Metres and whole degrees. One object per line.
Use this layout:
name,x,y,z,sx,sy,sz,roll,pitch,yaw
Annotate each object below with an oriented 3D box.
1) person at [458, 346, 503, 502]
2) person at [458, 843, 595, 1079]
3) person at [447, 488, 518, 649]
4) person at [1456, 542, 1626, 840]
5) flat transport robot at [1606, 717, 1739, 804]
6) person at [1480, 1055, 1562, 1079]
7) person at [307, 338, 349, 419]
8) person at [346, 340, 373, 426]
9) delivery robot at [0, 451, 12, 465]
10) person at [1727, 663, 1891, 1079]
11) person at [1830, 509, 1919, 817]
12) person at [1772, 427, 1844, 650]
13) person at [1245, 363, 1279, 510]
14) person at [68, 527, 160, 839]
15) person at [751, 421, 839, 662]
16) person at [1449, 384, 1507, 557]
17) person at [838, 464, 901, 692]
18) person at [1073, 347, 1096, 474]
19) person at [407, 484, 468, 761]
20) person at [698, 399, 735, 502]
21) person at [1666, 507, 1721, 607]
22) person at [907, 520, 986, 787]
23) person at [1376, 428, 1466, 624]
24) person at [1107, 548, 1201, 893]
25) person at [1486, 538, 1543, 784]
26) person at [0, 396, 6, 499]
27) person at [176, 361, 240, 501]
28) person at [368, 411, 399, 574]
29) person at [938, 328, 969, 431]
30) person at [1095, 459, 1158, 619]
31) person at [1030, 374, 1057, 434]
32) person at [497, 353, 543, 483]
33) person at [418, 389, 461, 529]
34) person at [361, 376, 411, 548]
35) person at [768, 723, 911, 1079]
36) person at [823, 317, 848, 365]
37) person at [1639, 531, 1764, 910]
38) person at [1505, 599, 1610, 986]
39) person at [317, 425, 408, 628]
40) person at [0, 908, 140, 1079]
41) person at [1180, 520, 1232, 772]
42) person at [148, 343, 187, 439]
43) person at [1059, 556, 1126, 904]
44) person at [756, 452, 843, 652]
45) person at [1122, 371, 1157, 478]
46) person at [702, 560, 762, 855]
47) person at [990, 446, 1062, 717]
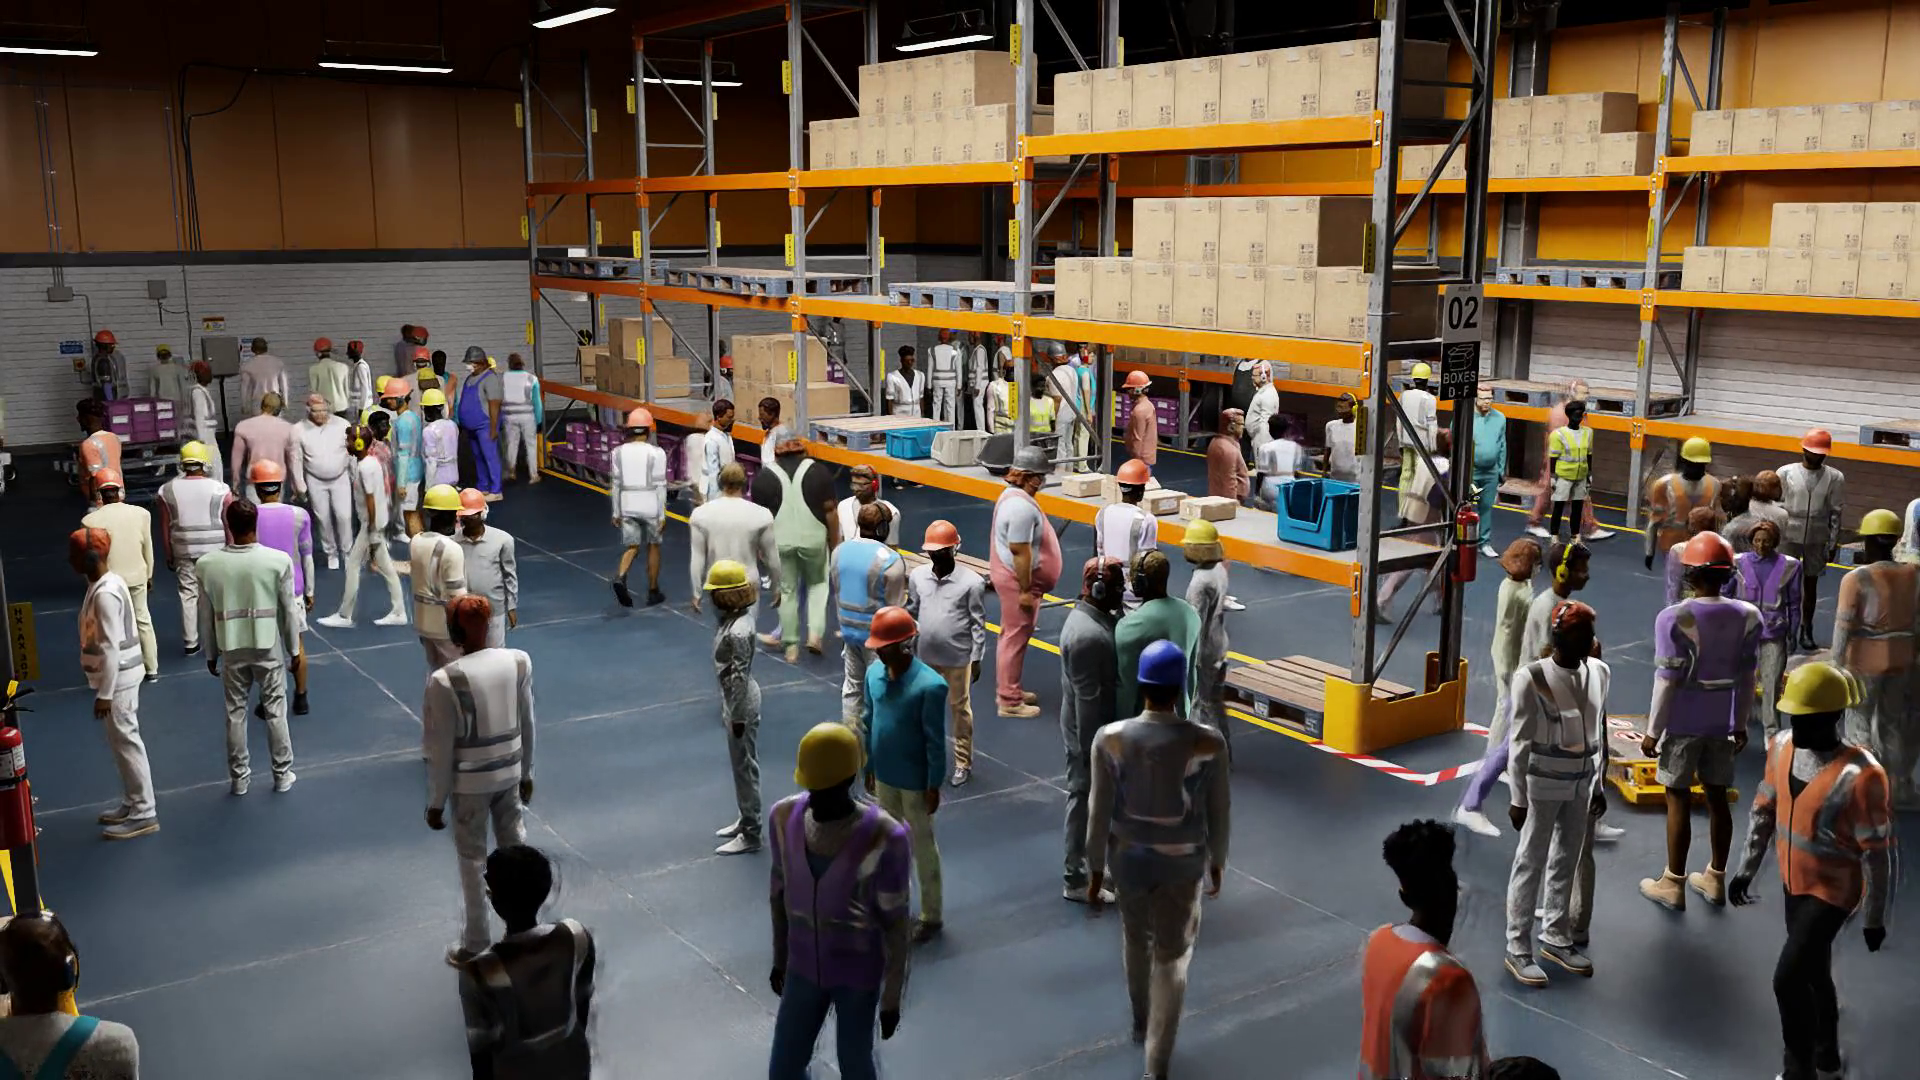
person,-6.255,-1.521,21.638,0.535,2.000,0.683,-10,15,-43
person,-1.416,1.814,5.573,0.891,1.651,0.536,10,15,41
person,-3.515,0.481,12.126,0.569,1.749,0.342,-1,11,-4
person,3.440,0.905,9.836,0.938,1.818,0.566,6,13,30
flat transport robot,4.531,1.426,11.096,0.652,0.197,1.431,0,11,-2
person,1.213,2.039,3.730,0.588,1.920,0.390,8,14,35
person,-9.010,-1.893,23.725,0.615,1.969,0.713,-10,15,-41
person,-8.797,-1.982,24.395,0.343,1.882,0.585,-5,12,-24
delivery robot,-13.468,-1.064,22.873,0.477,0.478,0.707,7,13,32
person,3.505,1.430,6.893,0.685,1.902,0.602,-2,11,-8
person,5.658,0.759,10.311,0.616,1.909,0.429,-2,11,-8
person,7.219,-0.011,14.213,0.549,1.926,0.389,4,12,18
person,3.707,-1.225,20.490,0.399,1.900,0.644,1,11,7
person,-5.074,0.843,9.968,0.346,1.878,0.581,-6,13,-29
person,-1.369,-0.002,13.861,0.721,2.000,0.538,-1,11,-3
person,5.621,-0.742,18.025,0.644,1.900,0.399,-2,11,-12
person,-0.683,0.314,12.794,0.562,1.835,0.404,9,14,38
person,1.761,-1.839,23.761,0.389,1.847,0.567,-2,11,-9
person,-3.472,0.577,11.224,0.399,1.915,0.597,-11,15,-44
person,-2.391,-0.452,16.519,0.396,1.908,0.600,1,11,3
person,5.333,0.557,12.109,0.542,1.597,0.733,-1,11,-6
person,-0.112,0.731,10.848,0.573,1.750,0.331,5,12,25
person,4.234,-0.139,15.267,1.016,1.782,0.618,-2,11,-9
person,1.051,0.998,9.037,0.630,1.931,0.376,-10,15,-43
person,3.637,0.782,10.924,0.285,1.624,0.515,6,13,30
person,-12.747,-1.373,21.739,0.662,1.705,0.446,2,11,12
person,-9.773,-1.368,21.331,0.780,1.864,0.599,-4,12,-19
person,-6.024,-0.505,17.314,0.318,1.698,0.539,0,11,0
person,-0.138,-2.659,27.704,0.614,1.943,0.405,5,12,25
person,1.245,0.365,12.267,0.544,1.931,0.385,11,15,44
person,0.996,-1.344,21.714,0.539,1.668,0.824,-6,13,-30
person,-6.077,-1.663,22.940,0.663,1.816,0.523,-1,11,-3
person,-5.401,-0.608,17.255,0.367,1.927,0.590,2,11,9
person,-6.399,-0.885,18.674,0.387,1.926,0.591,9,14,39
person,-0.475,1.581,6.098,0.617,1.904,0.485,5,12,24
person,-2.432,-3.643,32.706,0.380,1.958,0.601,7,13,32
person,3.939,0.963,8.918,0.615,2.040,0.391,-2,11,-12
person,2.898,1.210,8.059,0.584,1.883,0.345,-5,12,-25
person,-5.435,-0.117,14.975,0.884,1.830,0.542,-2,11,-8
person,-2.531,1.916,4.620,0.538,1.820,0.792,-4,12,-21
person,1.602,0.724,10.941,0.347,1.733,0.504,6,13,28
person,-12.204,-2.153,25.637,0.534,1.743,0.525,-3,12,-16
person,0.747,1.018,9.026,0.401,1.899,0.636,3,11,13
person,-1.304,0.066,14.234,1.026,1.746,0.612,-3,12,-17
person,1.997,-0.897,18.597,0.408,1.986,0.614,3,11,14
person,-1.322,0.965,9.706,0.321,1.737,0.483,-2,11,-10
person,0.490,0.285,12.394,0.537,2.000,0.691,-1,11,-3
